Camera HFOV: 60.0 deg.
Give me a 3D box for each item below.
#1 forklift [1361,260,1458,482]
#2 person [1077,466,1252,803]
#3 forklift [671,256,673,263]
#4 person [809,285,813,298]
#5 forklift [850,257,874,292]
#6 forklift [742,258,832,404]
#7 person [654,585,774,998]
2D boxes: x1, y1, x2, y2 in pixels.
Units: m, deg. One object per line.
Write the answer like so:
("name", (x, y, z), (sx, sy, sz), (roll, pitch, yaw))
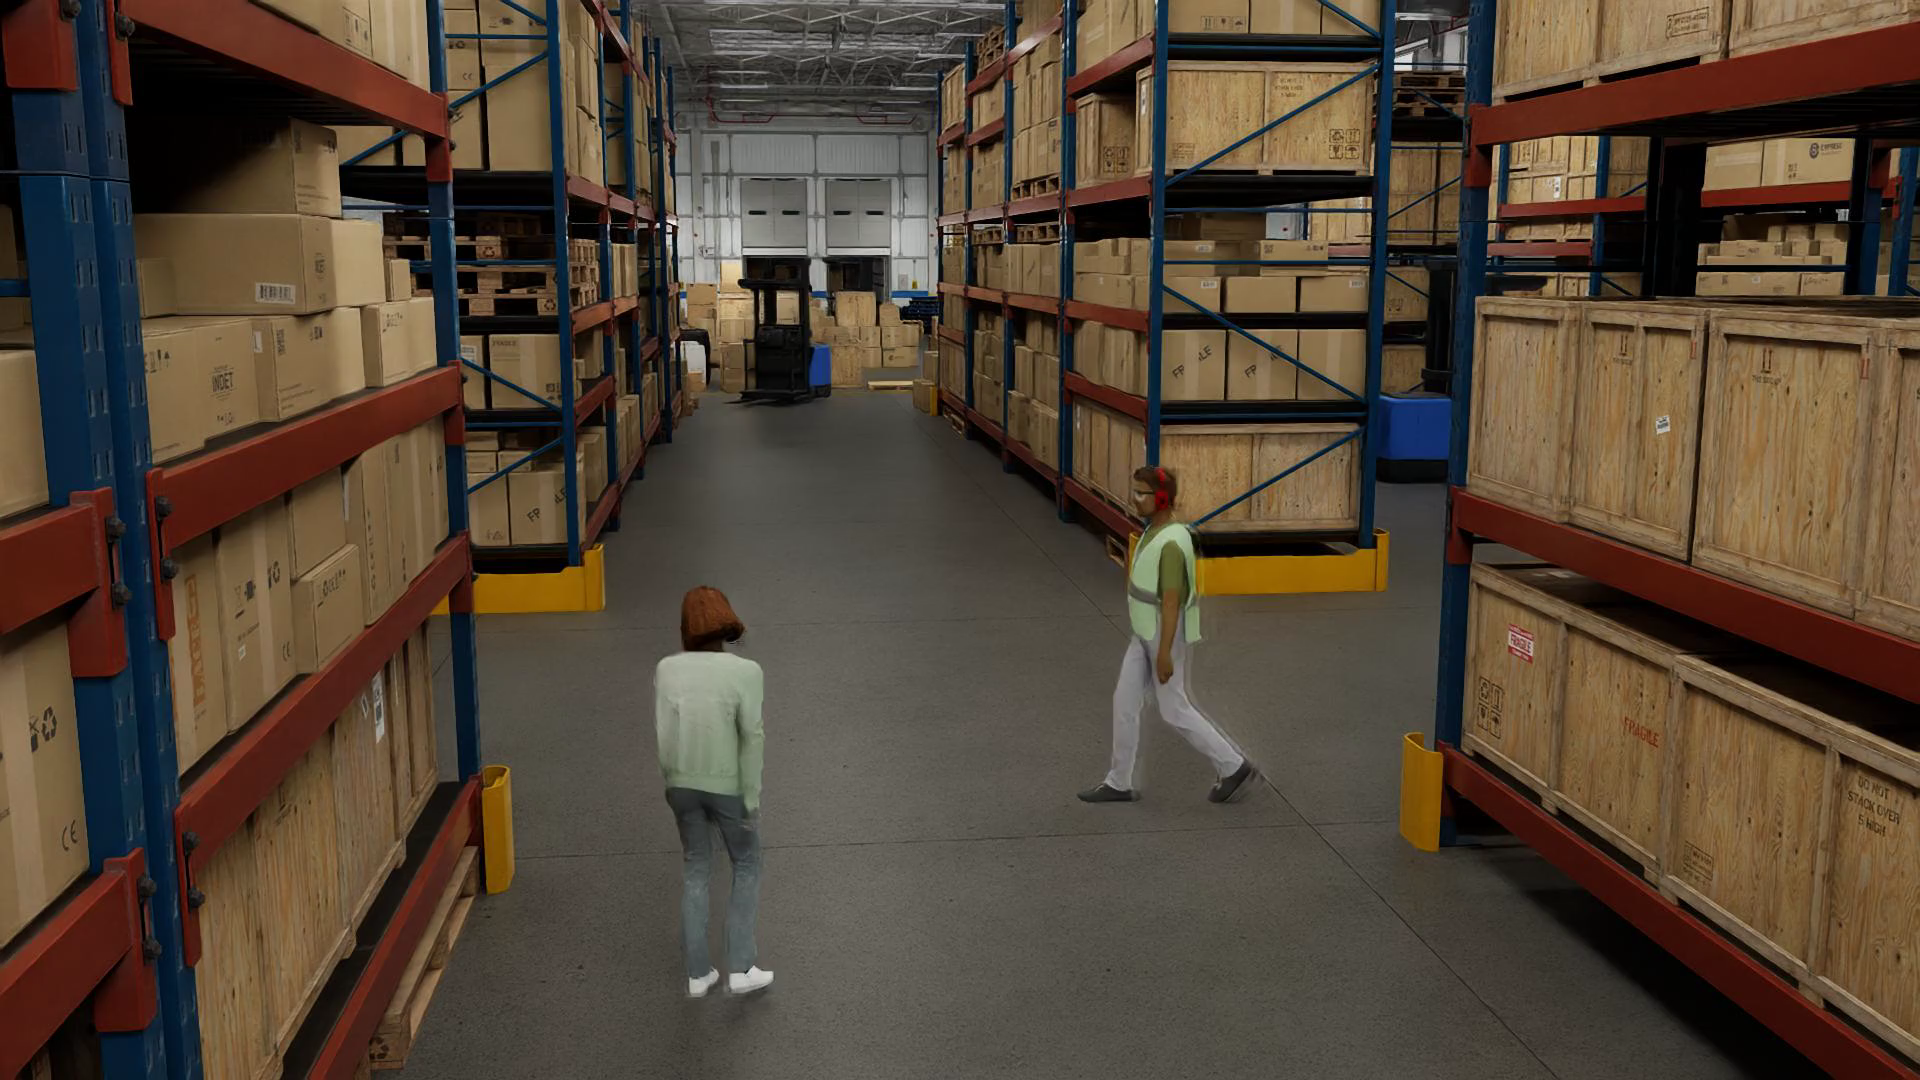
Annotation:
("forklift", (6.274, -2.206, 21.409), (1.873, 2.768, 1.129), (-1, 10, -7))
("person", (1.098, 0.508, 8.711), (0.874, 1.813, 0.579), (-1, 10, -7))
("forklift", (-10.887, -8.929, 60.548), (1.129, 2.768, 1.873), (-1, 10, -7))
("person", (-5.902, -9.159, 65.326), (0.318, 1.698, 0.535), (-4, 11, -22))
("forklift", (-2.854, -6.885, 48.650), (1.873, 2.768, 1.129), (-6, 12, -32))
("forklift", (-3.376, -4.141, 32.672), (1.129, 2.768, 1.873), (4, 10, 21))
("person", (-0.988, 0.981, 6.535), (0.518, 1.605, 0.438), (4, 10, 20))
